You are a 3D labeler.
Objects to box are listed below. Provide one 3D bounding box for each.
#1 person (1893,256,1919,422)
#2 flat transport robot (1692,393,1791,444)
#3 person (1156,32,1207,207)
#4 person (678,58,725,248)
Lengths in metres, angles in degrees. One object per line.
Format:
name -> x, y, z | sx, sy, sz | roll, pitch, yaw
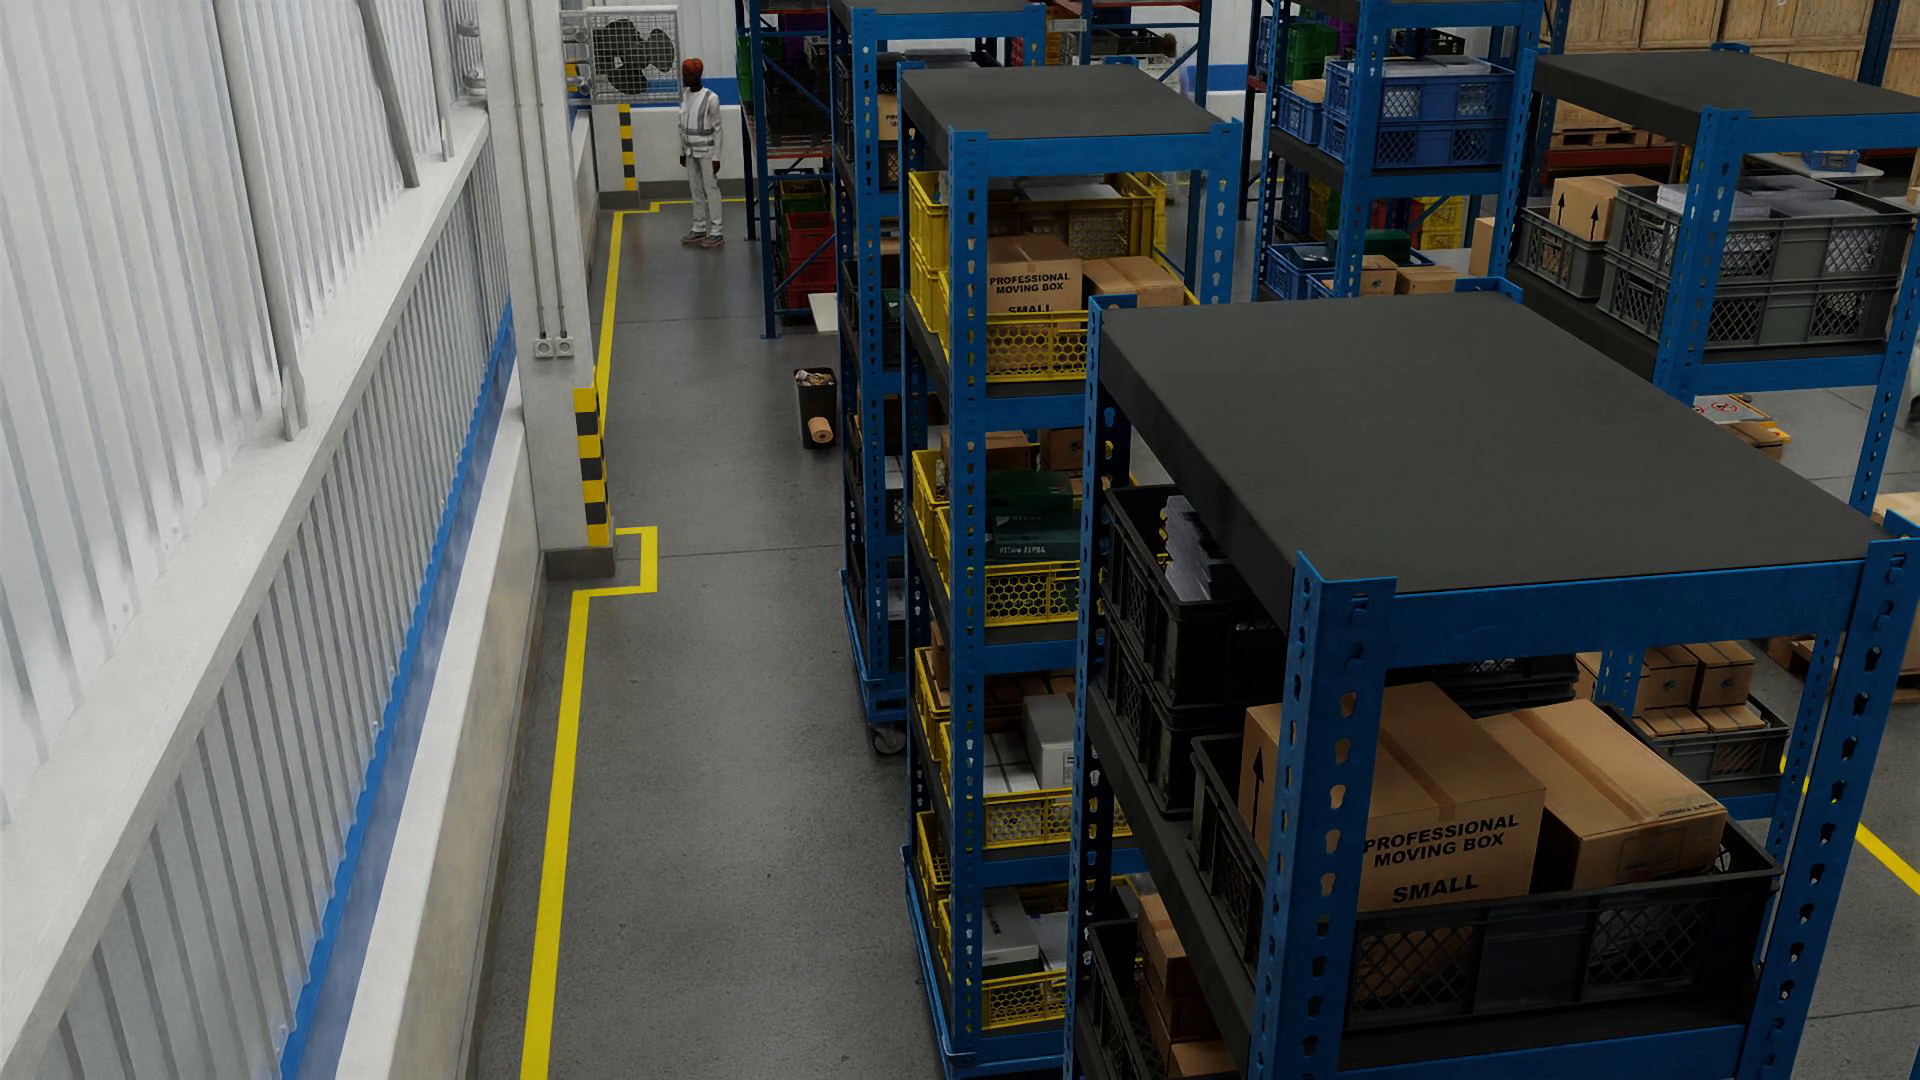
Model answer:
person -> 7.280, -1.762, 12.303 | 0.605, 1.819, 0.854 | 8, 26, 17
flat transport robot -> 5.224, -0.859, 12.132 | 1.431, 0.197, 0.652 | -4, 25, -8
person -> 2.430, -4.642, 18.426 | 0.614, 1.909, 0.637 | 4, 25, 9
person -> -2.640, -3.924, 16.881 | 0.583, 1.881, 0.338 | 20, 31, 36
